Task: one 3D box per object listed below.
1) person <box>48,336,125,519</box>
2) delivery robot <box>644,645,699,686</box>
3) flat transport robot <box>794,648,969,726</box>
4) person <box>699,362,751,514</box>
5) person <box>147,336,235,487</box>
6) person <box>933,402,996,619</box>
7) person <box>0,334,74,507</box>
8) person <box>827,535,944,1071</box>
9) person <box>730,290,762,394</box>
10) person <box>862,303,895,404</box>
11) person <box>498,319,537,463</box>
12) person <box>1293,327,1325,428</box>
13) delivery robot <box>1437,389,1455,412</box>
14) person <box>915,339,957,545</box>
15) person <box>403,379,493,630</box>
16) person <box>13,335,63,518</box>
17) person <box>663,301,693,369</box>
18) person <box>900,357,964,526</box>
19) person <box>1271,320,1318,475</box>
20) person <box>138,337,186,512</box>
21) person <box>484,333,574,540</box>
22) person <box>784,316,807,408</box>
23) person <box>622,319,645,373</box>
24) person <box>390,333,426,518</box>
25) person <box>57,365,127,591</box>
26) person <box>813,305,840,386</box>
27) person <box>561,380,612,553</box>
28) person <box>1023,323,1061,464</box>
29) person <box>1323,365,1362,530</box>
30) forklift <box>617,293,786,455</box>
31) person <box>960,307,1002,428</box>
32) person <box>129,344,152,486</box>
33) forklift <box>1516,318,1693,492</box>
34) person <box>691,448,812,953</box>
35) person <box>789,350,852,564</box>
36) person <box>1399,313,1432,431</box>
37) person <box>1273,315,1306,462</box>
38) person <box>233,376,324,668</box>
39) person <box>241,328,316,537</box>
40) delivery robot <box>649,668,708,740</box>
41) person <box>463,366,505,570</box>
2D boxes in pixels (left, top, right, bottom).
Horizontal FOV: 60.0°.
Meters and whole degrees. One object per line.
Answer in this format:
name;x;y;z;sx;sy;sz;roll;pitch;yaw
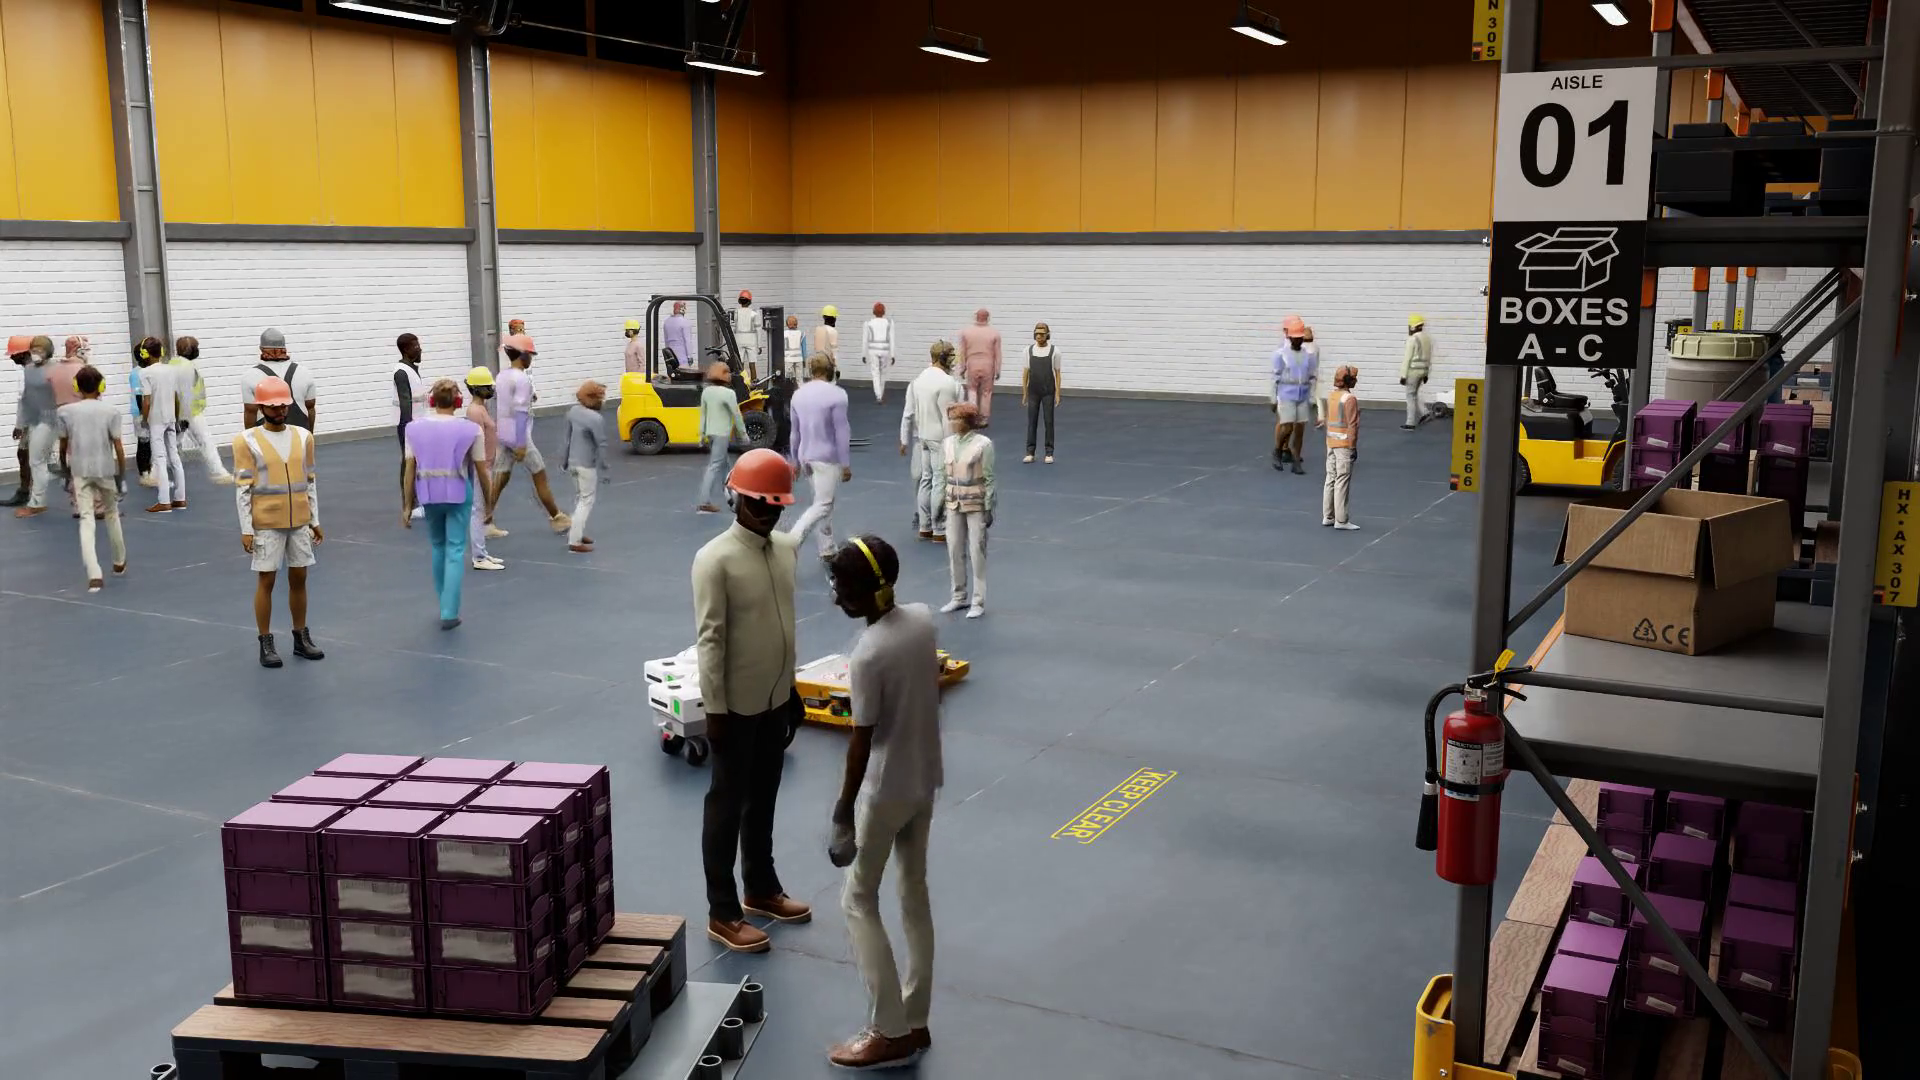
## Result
person;-9.051;-1.154;17.176;0.665;1.902;0.425;4;11;24
delivery robot;-1.455;0.776;9.608;0.707;0.478;0.477;-8;13;-38
flat transport robot;-0.564;0.853;10.256;0.652;0.197;1.431;5;11;28
person;-2.494;-1.096;17.719;0.862;1.590;0.508;-9;14;-43
person;-9.103;-1.502;19.545;0.617;1.790;1.005;9;14;44
person;0.056;-0.229;12.619;0.552;1.625;0.349;9;13;42
person;-9.934;-1.286;17.998;0.918;1.896;0.531;-4;10;-21
person;-0.212;0.877;5.639;0.353;1.836;0.561;6;12;32
person;-4.078;-3.730;31.663;0.613;2.041;0.393;0;10;0
person;-1.484;-3.414;30.413;0.584;1.849;0.935;-2;10;-10
person;-5.805;-1.963;21.894;0.349;1.882;0.584;5;11;28
person;5.497;-2.555;26.176;0.509;1.587;0.853;-4;11;-23
delivery robot;8.288;-2.332;27.600;0.477;0.478;0.707;-9;13;-42
person;-0.206;-0.925;15.732;0.353;1.936;0.635;-5;11;-27
person;-3.776;-0.288;12.372;0.606;1.813;0.854;0;10;-1
person;-9.570;-1.205;17.472;0.645;1.900;0.817;7;12;37
person;-4.928;-3.265;29.374;0.638;1.906;0.407;8;13;38
person;-0.274;-0.989;16.501;0.628;1.796;0.408;0;10;-2
person;4.153;-1.766;20.645;0.557;1.918;0.471;-2;10;-14
person;-8.504;-1.221;17.658;0.328;1.865;0.521;4;10;20
person;-4.224;-0.993;16.025;1.059;1.973;0.635;-8;13;-40
person;-2.962;-3.147;29.453;0.523;1.639;0.308;-5;11;-26
person;-4.873;-2.420;24.881;0.314;1.769;0.524;-7;12;-34
person;-5.727;-1.193;17.331;0.391;1.922;0.593;-2;10;-11
person;-7.179;-0.530;13.794;0.515;1.822;0.969;-4;11;-23
person;-2.085;-2.763;26.402;0.382;1.924;0.594;-8;13;-39
person;-3.430;-0.671;15.261;0.418;1.590;0.571;-8;13;-40
person;1.066;-1.910;21.701;0.505;1.845;0.346;2;10;14
person;3.808;-0.922;16.570;0.308;1.639;0.524;-2;10;-14
forklift;-3.588;-2.317;23.042;2.313;2.155;1.214;-1;10;-5
person;0.335;-2.691;26.069;0.672;1.893;0.454;2;10;10
person;-9.630;-1.486;19.684;0.320;1.692;0.531;-2;10;-12
forklift;7.066;-1.601;18.899;2.313;2.155;1.214;5;11;27
person;-0.812;0.620;6.647;0.402;1.985;0.613;5;11;28
person;-1.279;-0.683;14.411;0.631;1.913;0.863;9;14;43
person;7.018;-2.587;25.684;0.422;1.817;0.614;9;13;43
person;4.341;-1.989;21.884;0.356;1.937;0.552;-1;10;-7
person;-4.523;-0.126;11.105;0.362;1.935;0.553;9;13;42
person;-6.536;-1.012;15.932;0.676;2.000;0.536;-8;13;-39
delivery robot;-1.335;0.863;9.103;0.707;0.478;0.477;-8;13;-38
person;-4.150;-0.624;14.484;0.312;1.768;0.522;-3;10;-15
